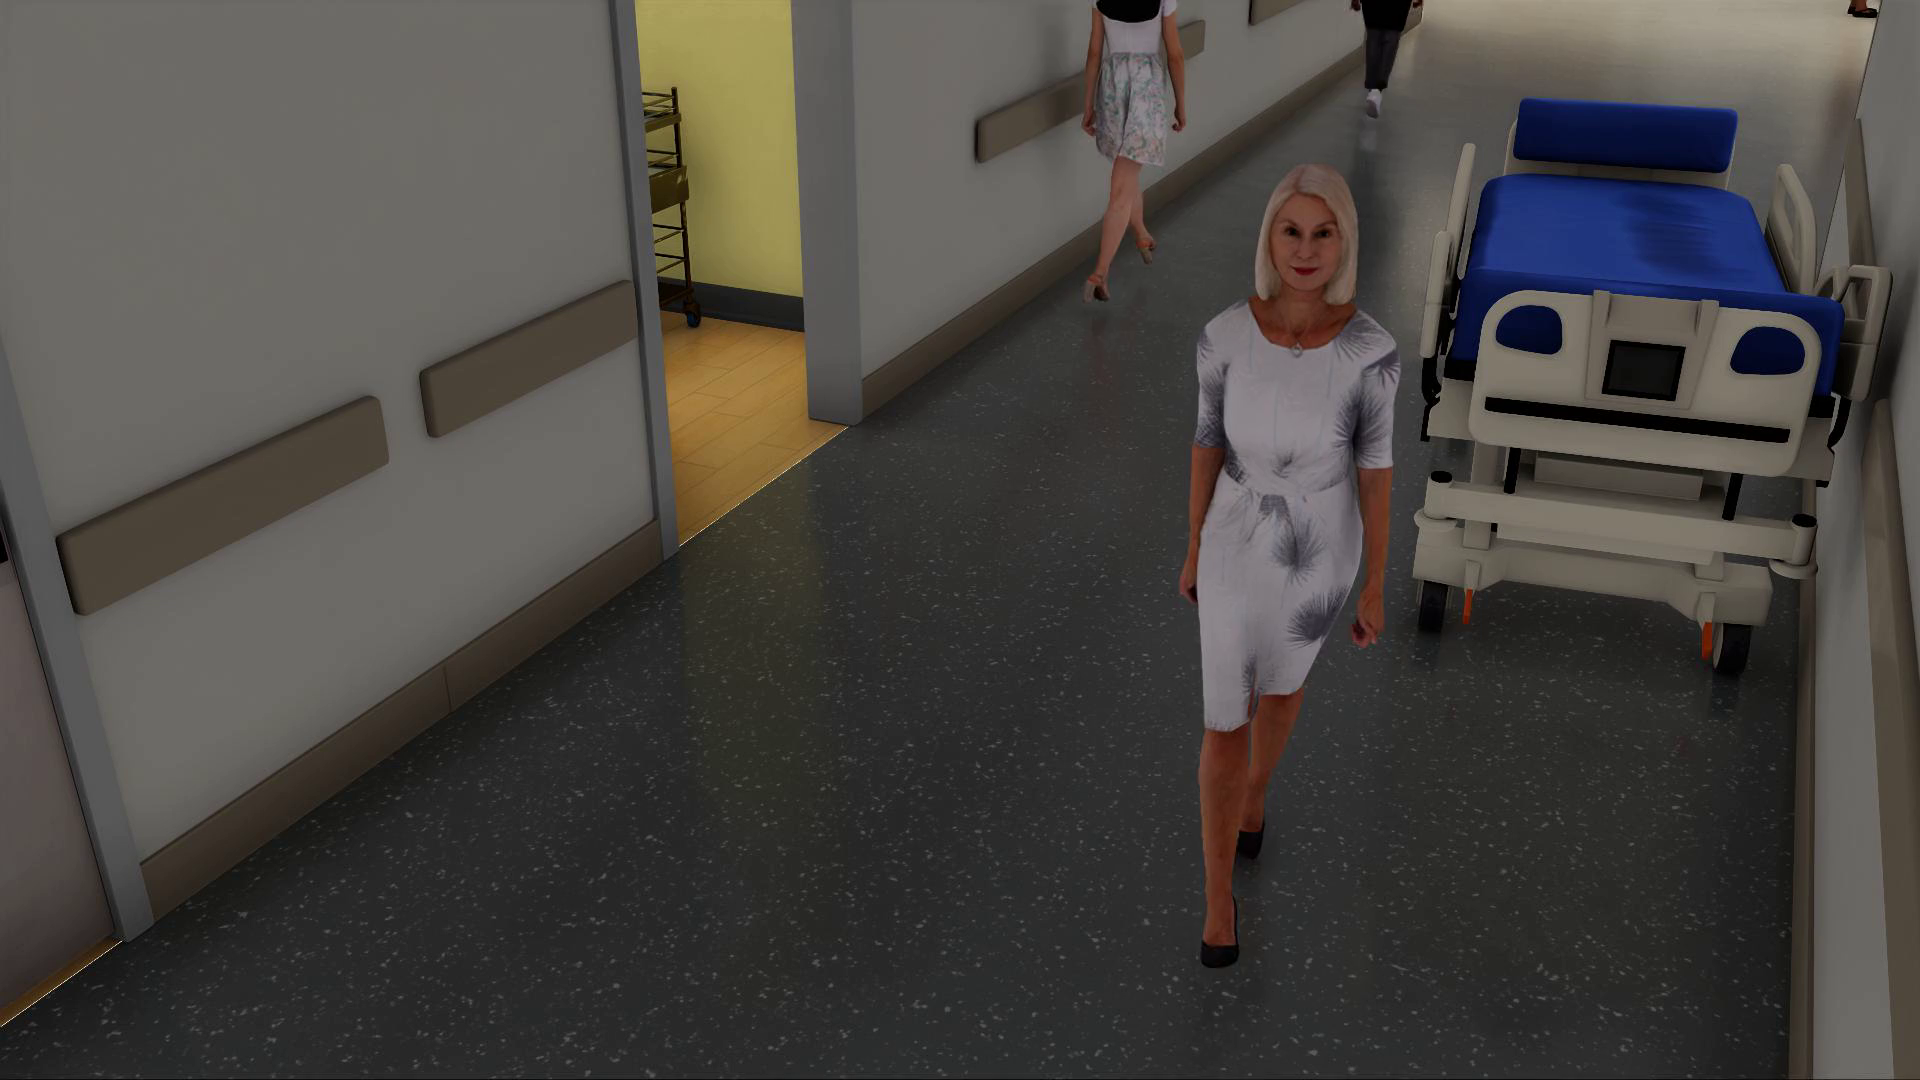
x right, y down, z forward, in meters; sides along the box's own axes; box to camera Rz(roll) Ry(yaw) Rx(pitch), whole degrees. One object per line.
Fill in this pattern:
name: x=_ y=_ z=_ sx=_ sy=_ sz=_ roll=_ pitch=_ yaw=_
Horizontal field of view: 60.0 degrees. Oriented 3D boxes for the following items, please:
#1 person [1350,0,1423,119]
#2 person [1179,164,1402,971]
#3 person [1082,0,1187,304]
person: x=3.011 y=-3.869 z=11.765 sx=1.089 sy=1.731 sz=0.761 roll=10 pitch=27 yaw=20
person: x=0.705 y=0.020 z=3.721 sx=1.017 sy=1.713 sz=0.851 roll=3 pitch=26 yaw=7
person: x=0.776 y=-1.942 z=7.787 sx=1.134 sy=1.716 sz=0.716 roll=10 pitch=27 yaw=20
